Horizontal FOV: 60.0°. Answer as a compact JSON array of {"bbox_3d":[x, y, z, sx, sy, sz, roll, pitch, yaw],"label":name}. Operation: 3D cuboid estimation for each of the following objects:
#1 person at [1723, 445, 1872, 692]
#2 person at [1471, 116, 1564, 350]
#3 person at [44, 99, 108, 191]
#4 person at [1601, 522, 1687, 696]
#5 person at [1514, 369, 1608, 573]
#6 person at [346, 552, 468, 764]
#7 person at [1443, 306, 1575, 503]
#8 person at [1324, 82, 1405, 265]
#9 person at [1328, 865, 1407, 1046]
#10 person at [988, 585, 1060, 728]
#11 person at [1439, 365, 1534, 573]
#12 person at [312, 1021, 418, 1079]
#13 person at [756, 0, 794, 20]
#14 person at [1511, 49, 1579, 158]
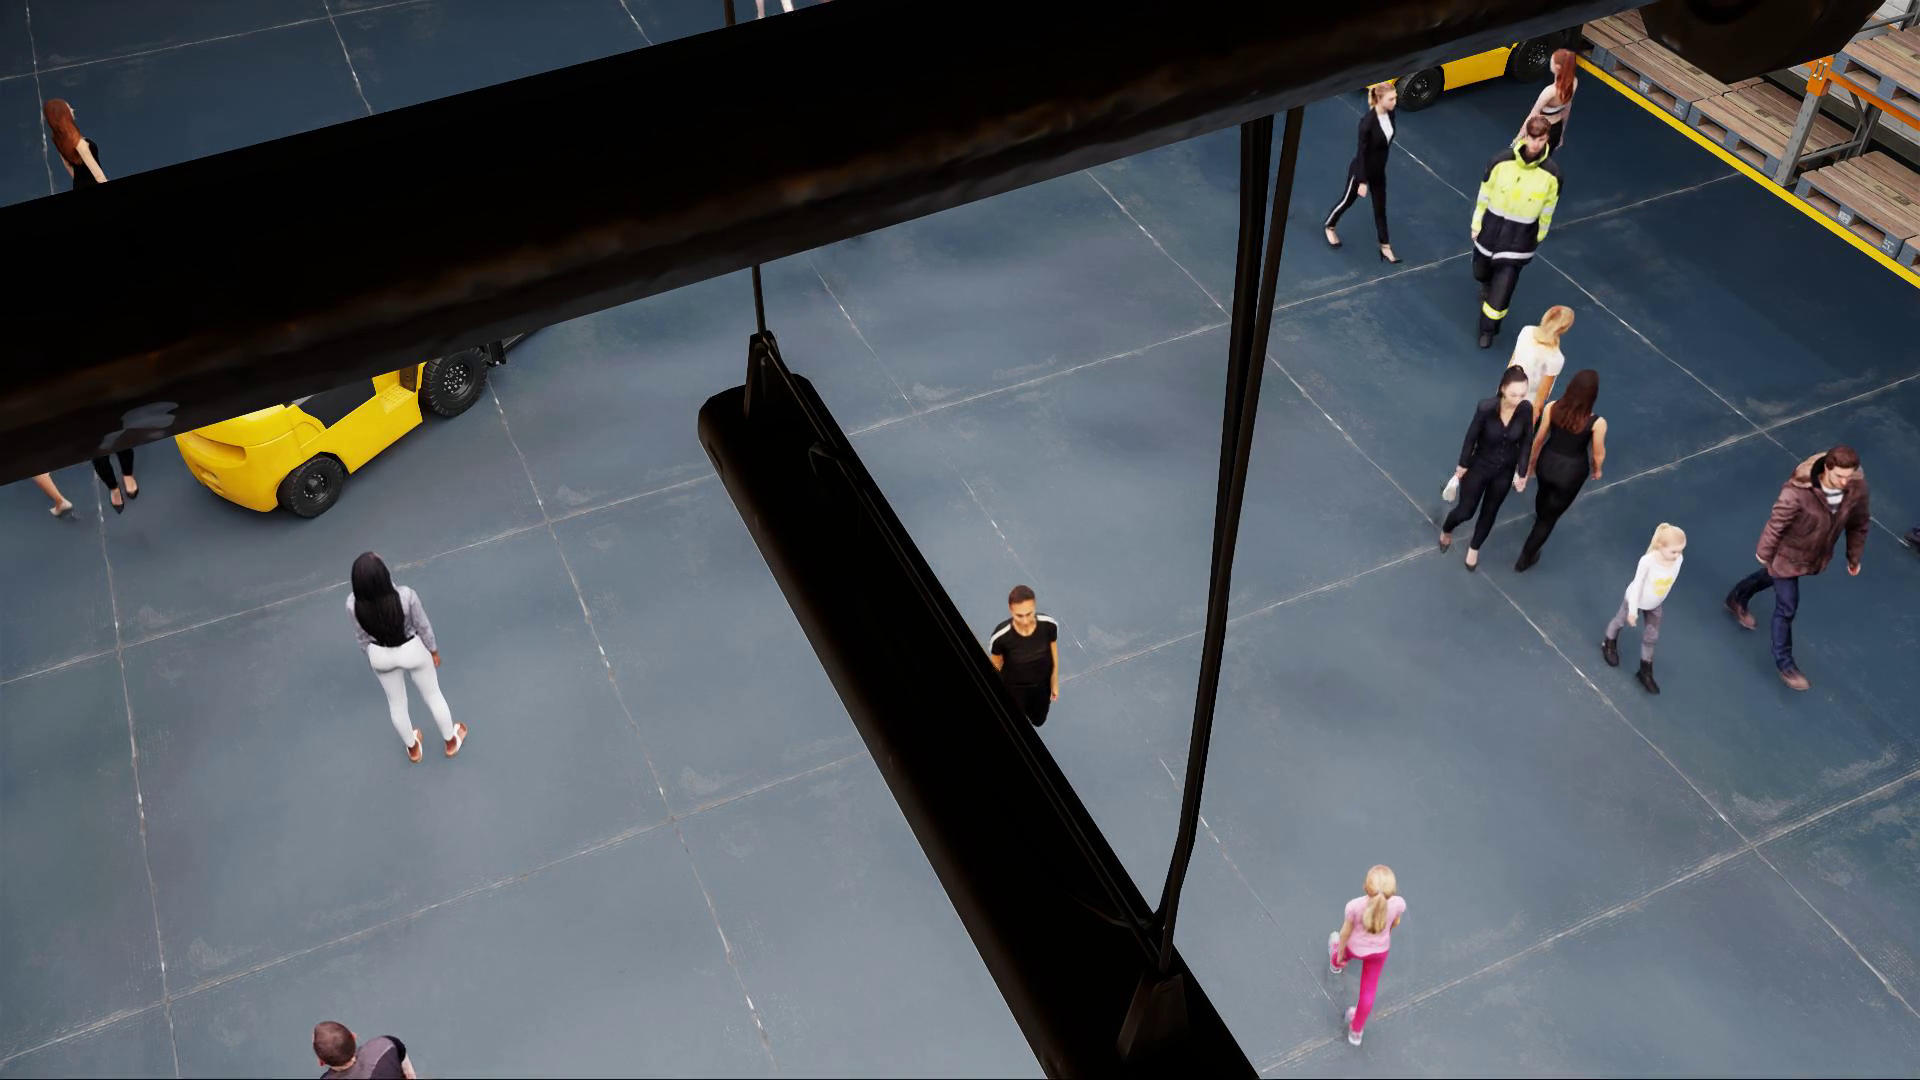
[{"bbox_3d":[5.440,0.023,10.894,0.866,1.779,1.234,-12,45,-12],"label":"person"},{"bbox_3d":[4.457,-2.570,13.490,1.225,1.953,1.251,17,46,17],"label":"person"},{"bbox_3d":[-7.323,-2.926,14.028,0.609,1.726,0.703,23,48,22],"label":"person"},{"bbox_3d":[4.461,0.348,10.930,0.635,1.259,0.828,-4,44,-4],"label":"person"},{"bbox_3d":[4.103,-0.432,11.452,0.976,1.669,0.897,30,51,28],"label":"person"},{"bbox_3d":[-3.431,0.715,10.208,0.647,1.724,0.611,-5,44,-5],"label":"person"},{"bbox_3d":[3.934,-0.936,11.906,0.741,1.772,0.988,-19,47,-19],"label":"person"},{"bbox_3d":[3.435,-3.190,14.353,0.806,1.660,1.123,-30,51,-27],"label":"person"},{"bbox_3d":[2.198,2.237,8.958,0.753,1.244,0.946,3,44,3],"label":"person"},{"bbox_3d":[0.369,0.832,10.141,0.642,1.646,0.963,-12,45,-13],"label":"person"},{"bbox_3d":[3.672,-0.511,11.508,0.683,1.705,0.717,1,44,1],"label":"person"},{"bbox_3d":[-2.689,2.858,7.901,1.286,1.802,0.975,34,53,30],"label":"person"},{"bbox_3d":[-1.917,-5.917,17.122,0.610,1.789,1.091,-16,46,-16],"label":"person"},{"bbox_3d":[5.201,-3.444,14.574,0.707,1.724,0.869,-31,51,-28],"label":"person"}]
